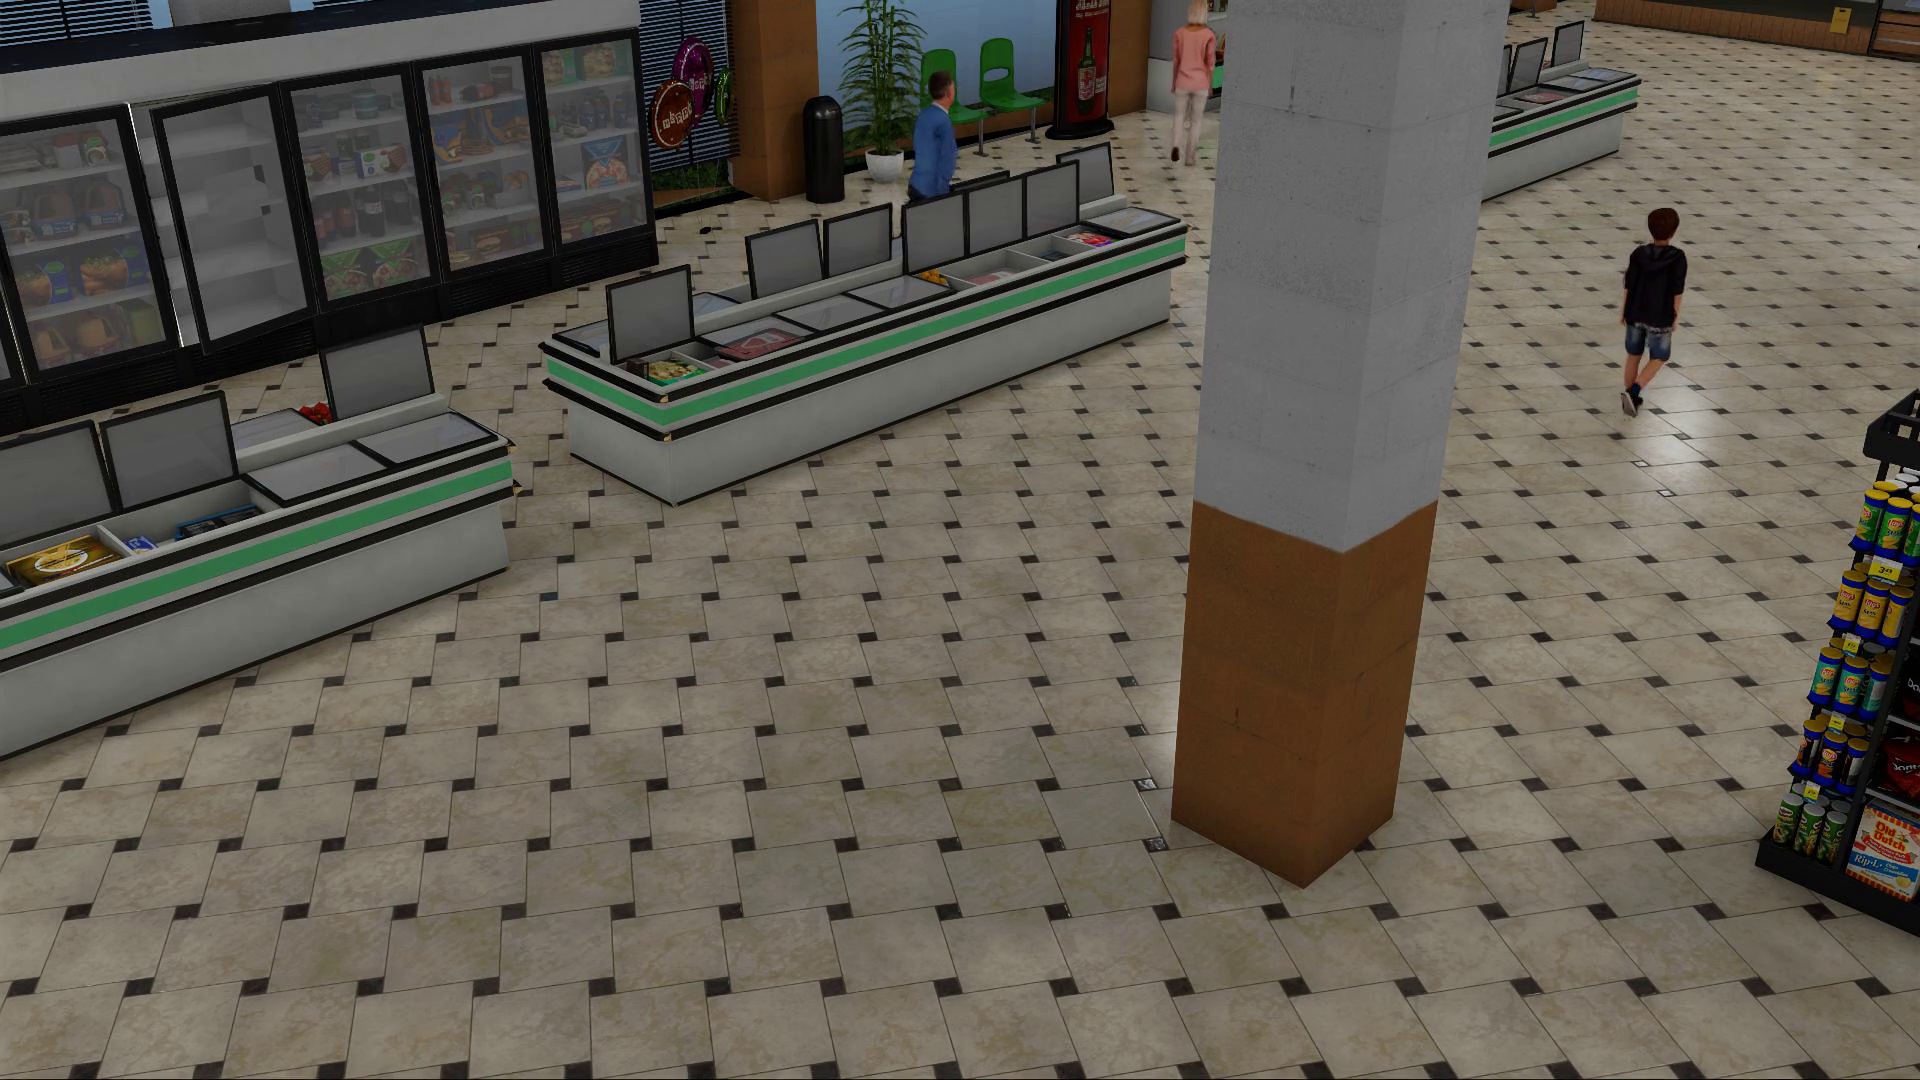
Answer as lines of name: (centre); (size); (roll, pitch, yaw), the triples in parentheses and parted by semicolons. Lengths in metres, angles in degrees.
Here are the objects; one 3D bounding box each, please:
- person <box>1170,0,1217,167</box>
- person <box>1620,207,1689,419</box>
person: (2.362, -4.658, 17.021); (0.781, 1.713, 0.903); (9, 28, 18)
person: (4.573, -1.484, 11.064); (0.556, 1.439, 0.766); (22, 34, 36)
